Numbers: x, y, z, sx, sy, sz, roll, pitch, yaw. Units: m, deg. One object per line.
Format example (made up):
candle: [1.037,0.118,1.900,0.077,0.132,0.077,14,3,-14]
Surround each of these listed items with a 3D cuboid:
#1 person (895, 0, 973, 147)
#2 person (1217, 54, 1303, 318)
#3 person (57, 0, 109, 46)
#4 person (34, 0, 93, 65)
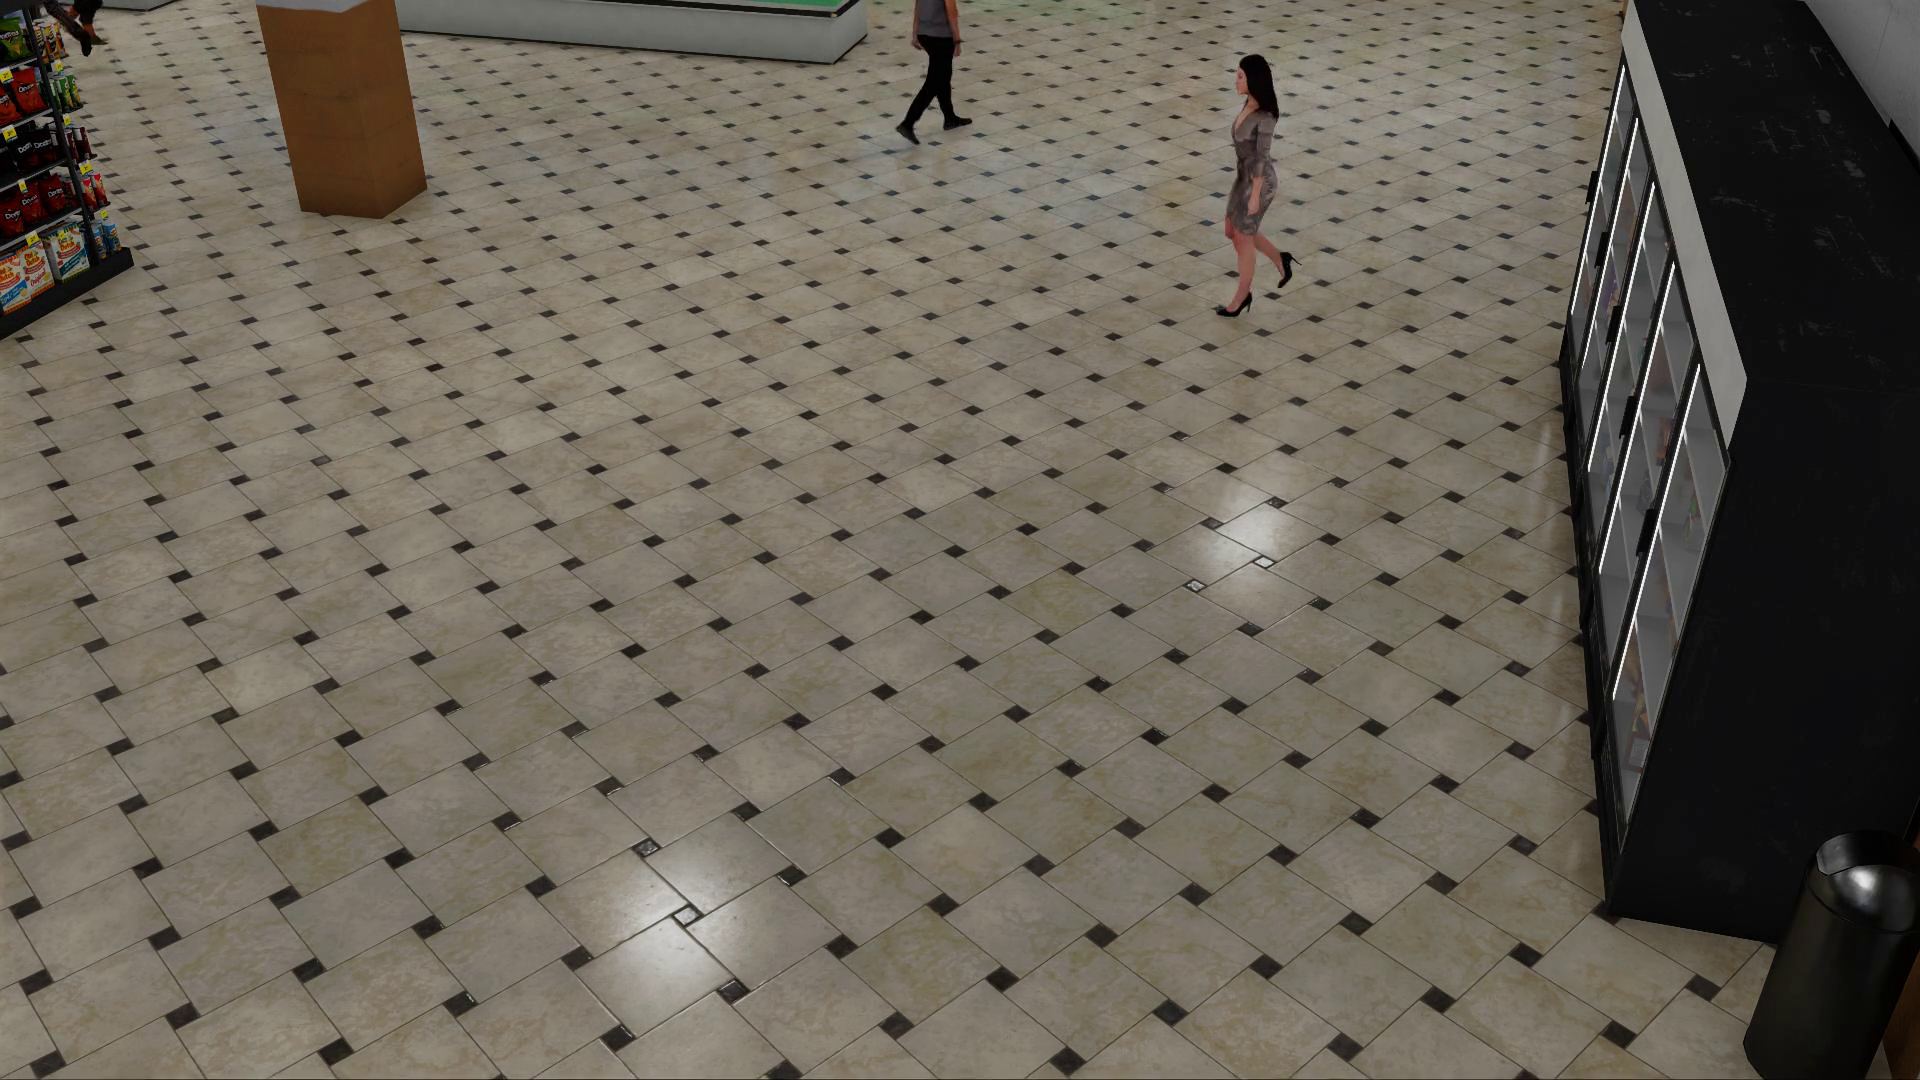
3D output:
person: [-0.264,-4.158,13.800,1.141,1.734,1.150,-21,38,-30]
person: [1.978,-2.271,10.775,0.942,1.727,0.827,-7,33,-11]
person: [-8.840,-5.644,16.465,0.816,1.443,0.660,1,32,2]
person: [-8.695,-5.334,15.726,0.999,1.697,0.643,11,33,17]
